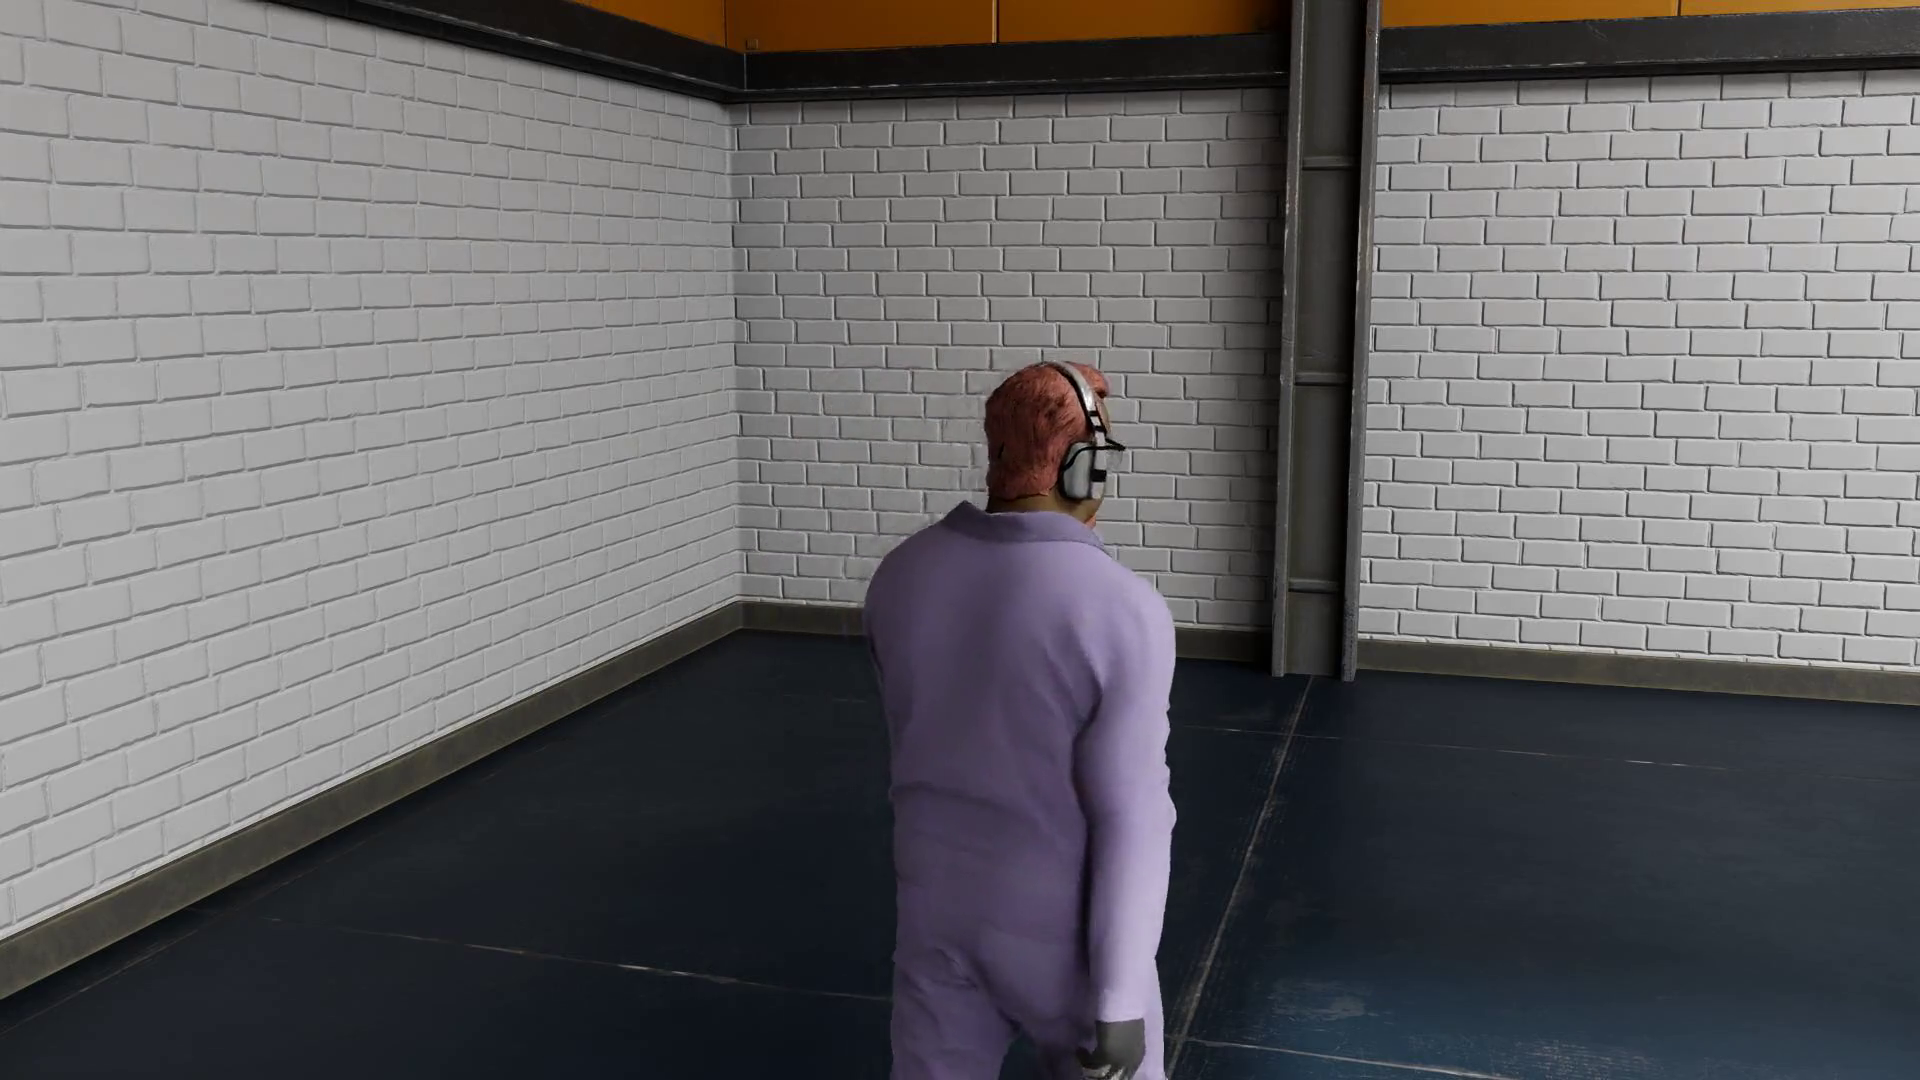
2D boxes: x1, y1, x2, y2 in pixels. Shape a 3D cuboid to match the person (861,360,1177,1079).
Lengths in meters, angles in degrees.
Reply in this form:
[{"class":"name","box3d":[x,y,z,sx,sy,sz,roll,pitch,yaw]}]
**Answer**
[{"class":"person","box3d":[0.163,0.625,2.894,0.664,1.857,0.965,8,12,40]}]
